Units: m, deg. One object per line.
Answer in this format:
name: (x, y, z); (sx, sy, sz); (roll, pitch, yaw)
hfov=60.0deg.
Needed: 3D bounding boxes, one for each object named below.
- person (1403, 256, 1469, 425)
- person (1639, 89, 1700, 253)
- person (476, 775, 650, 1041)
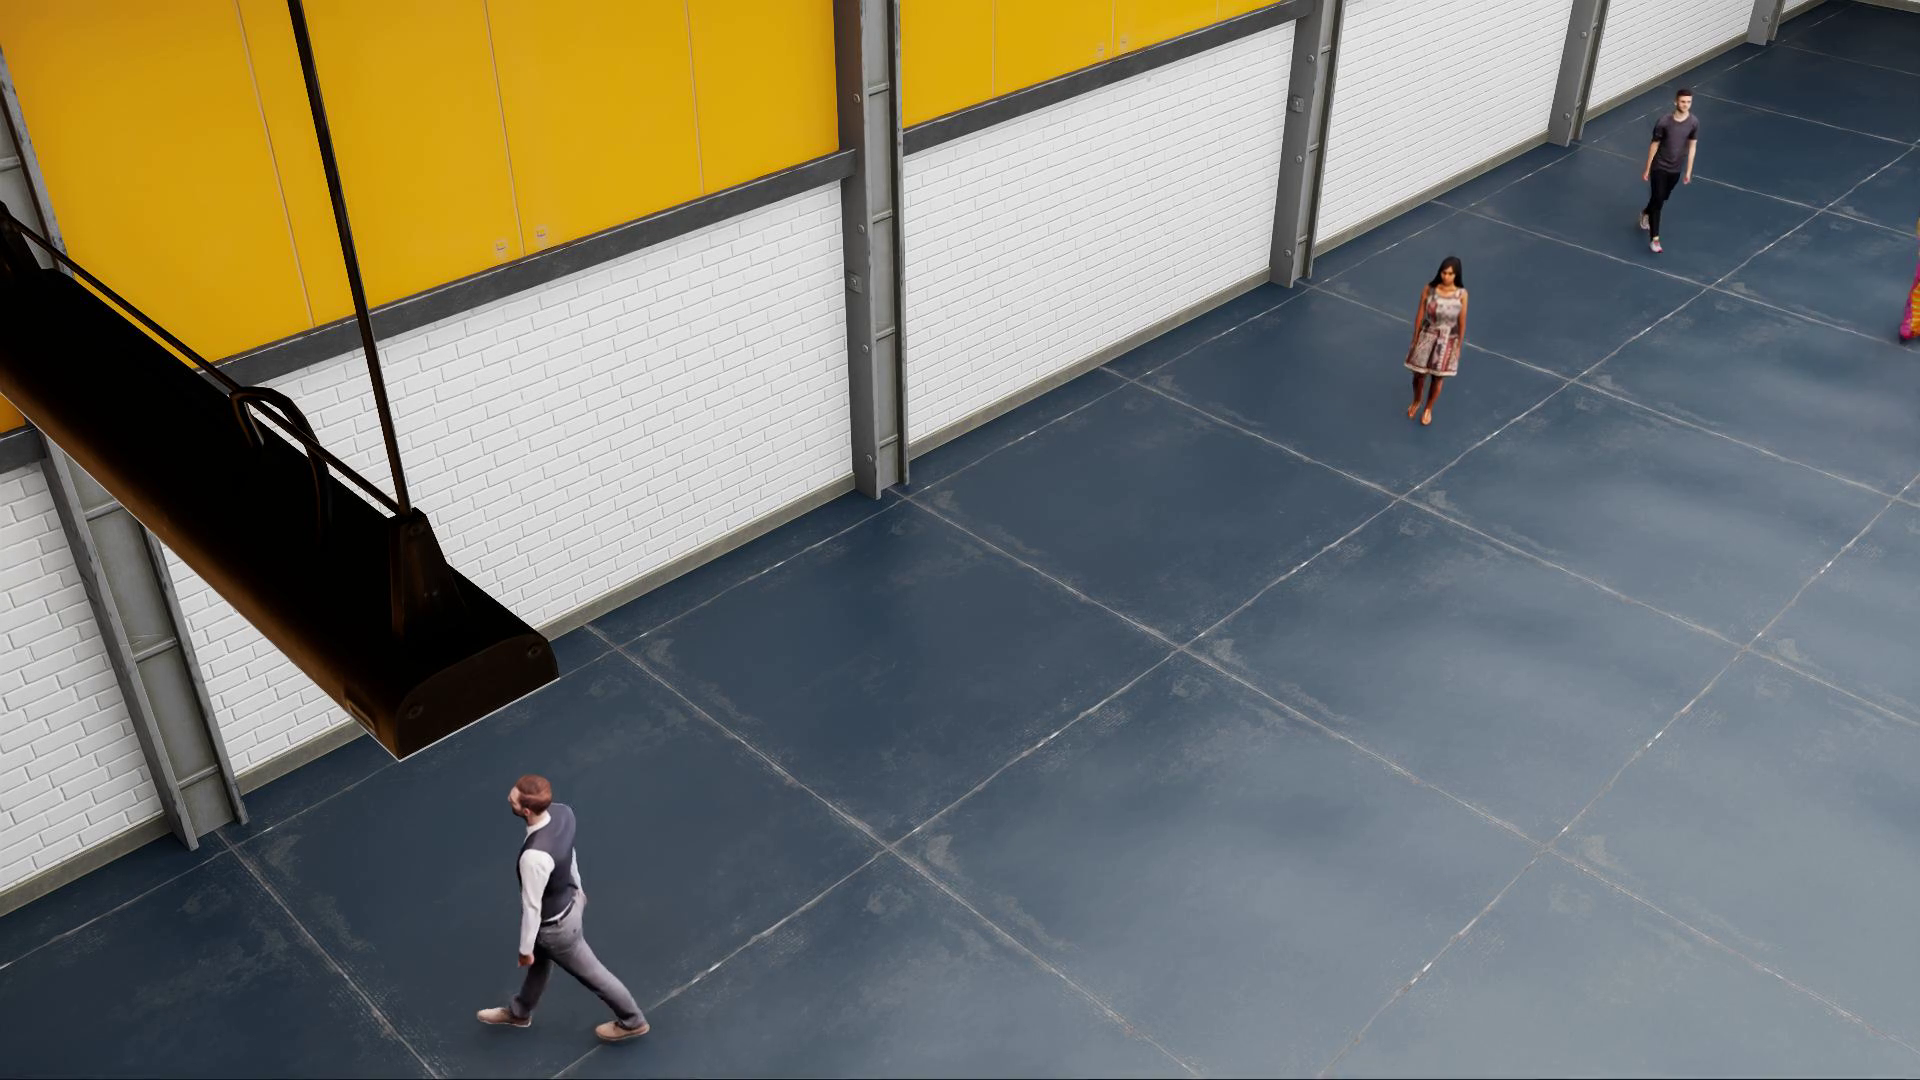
person: (4.329, -1.828, 14.994); (0.750, 1.633, 0.793); (12, 36, 18)
person: (7.781, -4.121, 18.355); (1.132, 1.732, 1.196); (0, 34, 0)
person: (-2.075, 2.043, 8.942); (1.267, 1.885, 1.214); (0, 34, 0)
